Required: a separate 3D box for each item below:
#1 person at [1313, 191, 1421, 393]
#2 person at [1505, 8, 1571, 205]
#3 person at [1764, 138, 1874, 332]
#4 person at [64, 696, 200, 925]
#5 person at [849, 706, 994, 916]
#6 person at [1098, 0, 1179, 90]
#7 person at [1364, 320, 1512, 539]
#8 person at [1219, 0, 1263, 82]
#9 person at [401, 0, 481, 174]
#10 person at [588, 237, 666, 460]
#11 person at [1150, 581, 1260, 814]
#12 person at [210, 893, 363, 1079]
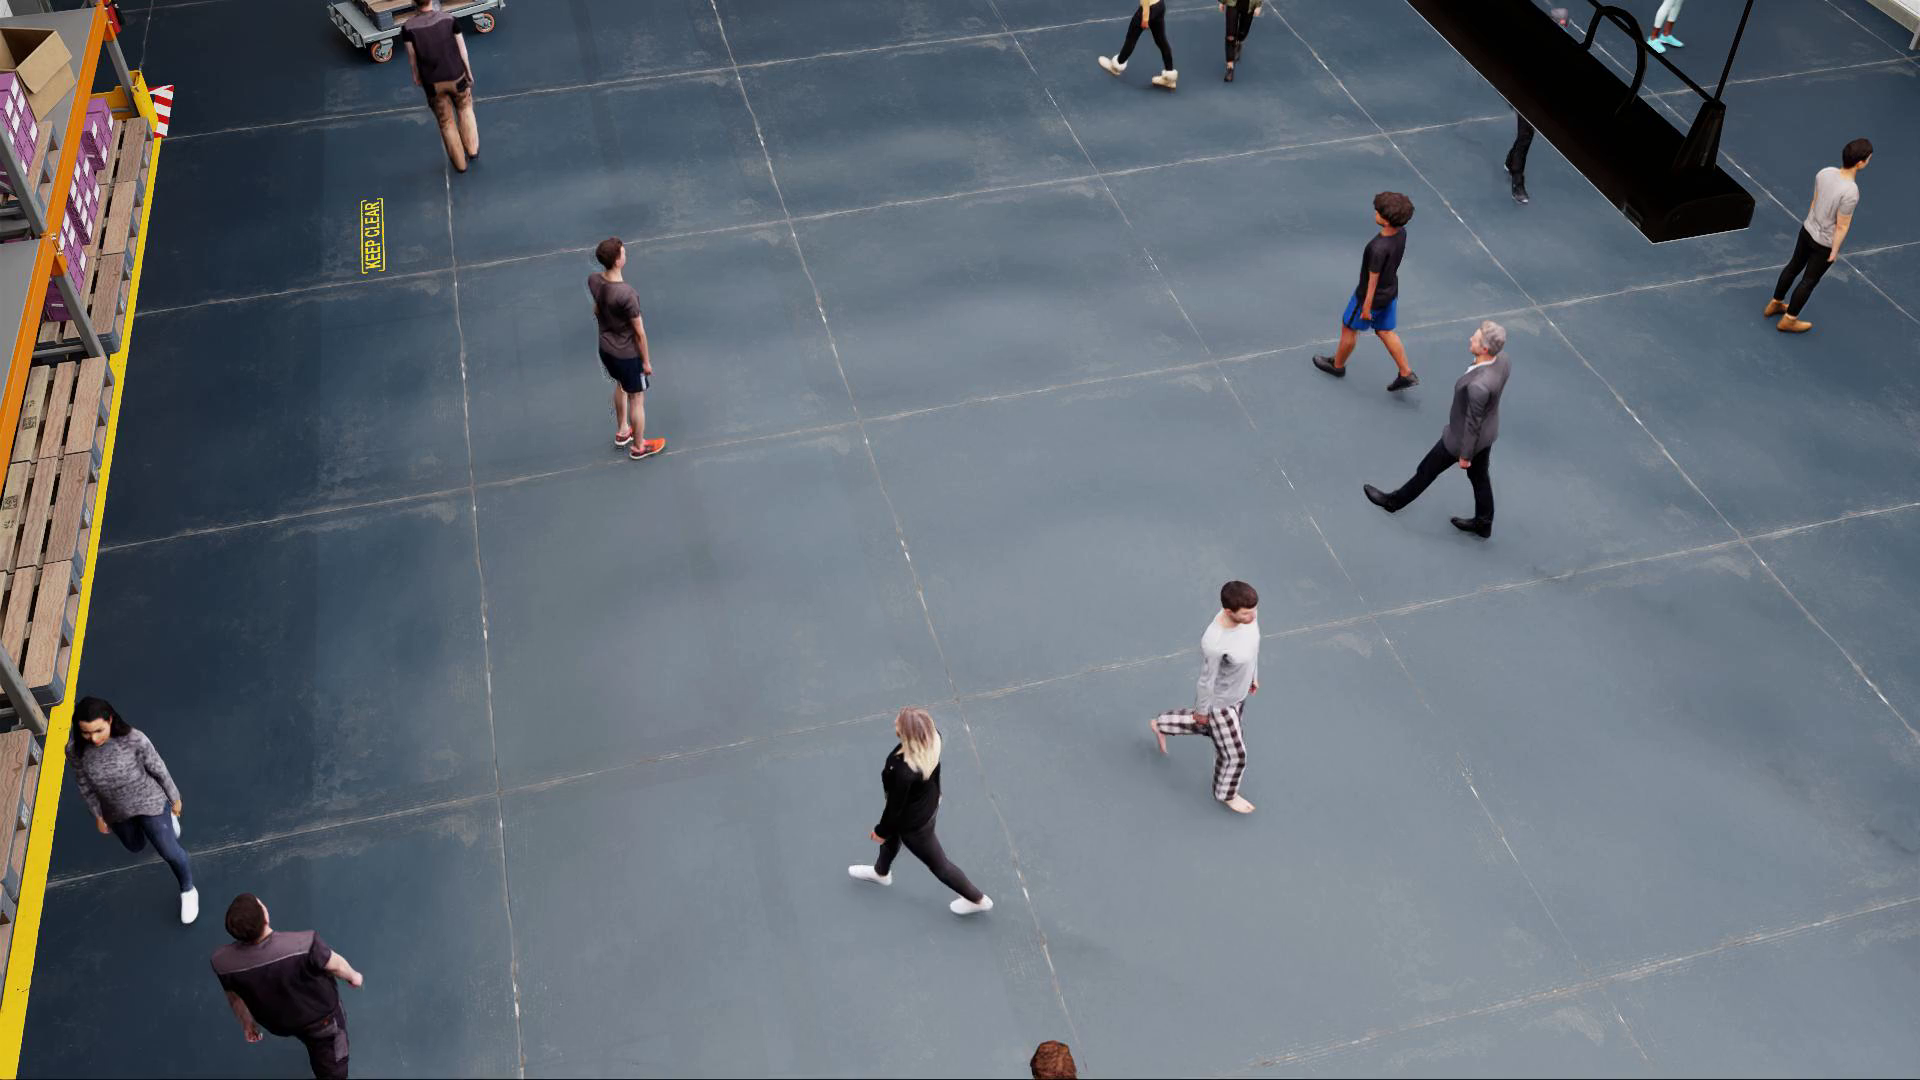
[{"bbox_3d":[3.302,-1.890,12.868,1.197,1.772,1.007,31,52,29],"label":"person"},{"bbox_3d":[5.227,-4.043,15.130,0.743,1.768,1.079,-4,44,-4],"label":"person"},{"bbox_3d":[7.002,-2.494,13.541,0.658,1.718,0.464,-8,44,-9],"label":"person"},{"bbox_3d":[-4.662,1.426,9.429,0.672,1.713,0.969,-7,44,-8],"label":"person"},{"bbox_3d":[-0.162,1.579,9.317,1.035,1.648,1.151,9,44,10],"label":"person"},{"bbox_3d":[1.964,-5.232,16.490,1.164,1.614,1.044,27,50,25],"label":"person"},{"bbox_3d":[3.632,-0.711,11.609,1.295,1.800,1.205,24,48,23],"label":"person"},{"bbox_3d":[2.847,-5.451,16.842,0.837,1.446,1.055,6,44,6],"label":"person"},{"bbox_3d":[-4.733,-4.198,15.251,0.702,1.825,0.655,-13,45,-14],"label":"person"},{"bbox_3d":[-2.515,-1.402,12.299,0.698,1.850,0.799,32,52,29],"label":"person"},{"bbox_3d":[1.507,0.863,9.941,1.121,1.823,1.017,26,50,25],"label":"person"},{"bbox_3d":[-3.290,2.433,8.306,0.857,1.806,1.264,-3,44,-3],"label":"person"}]
